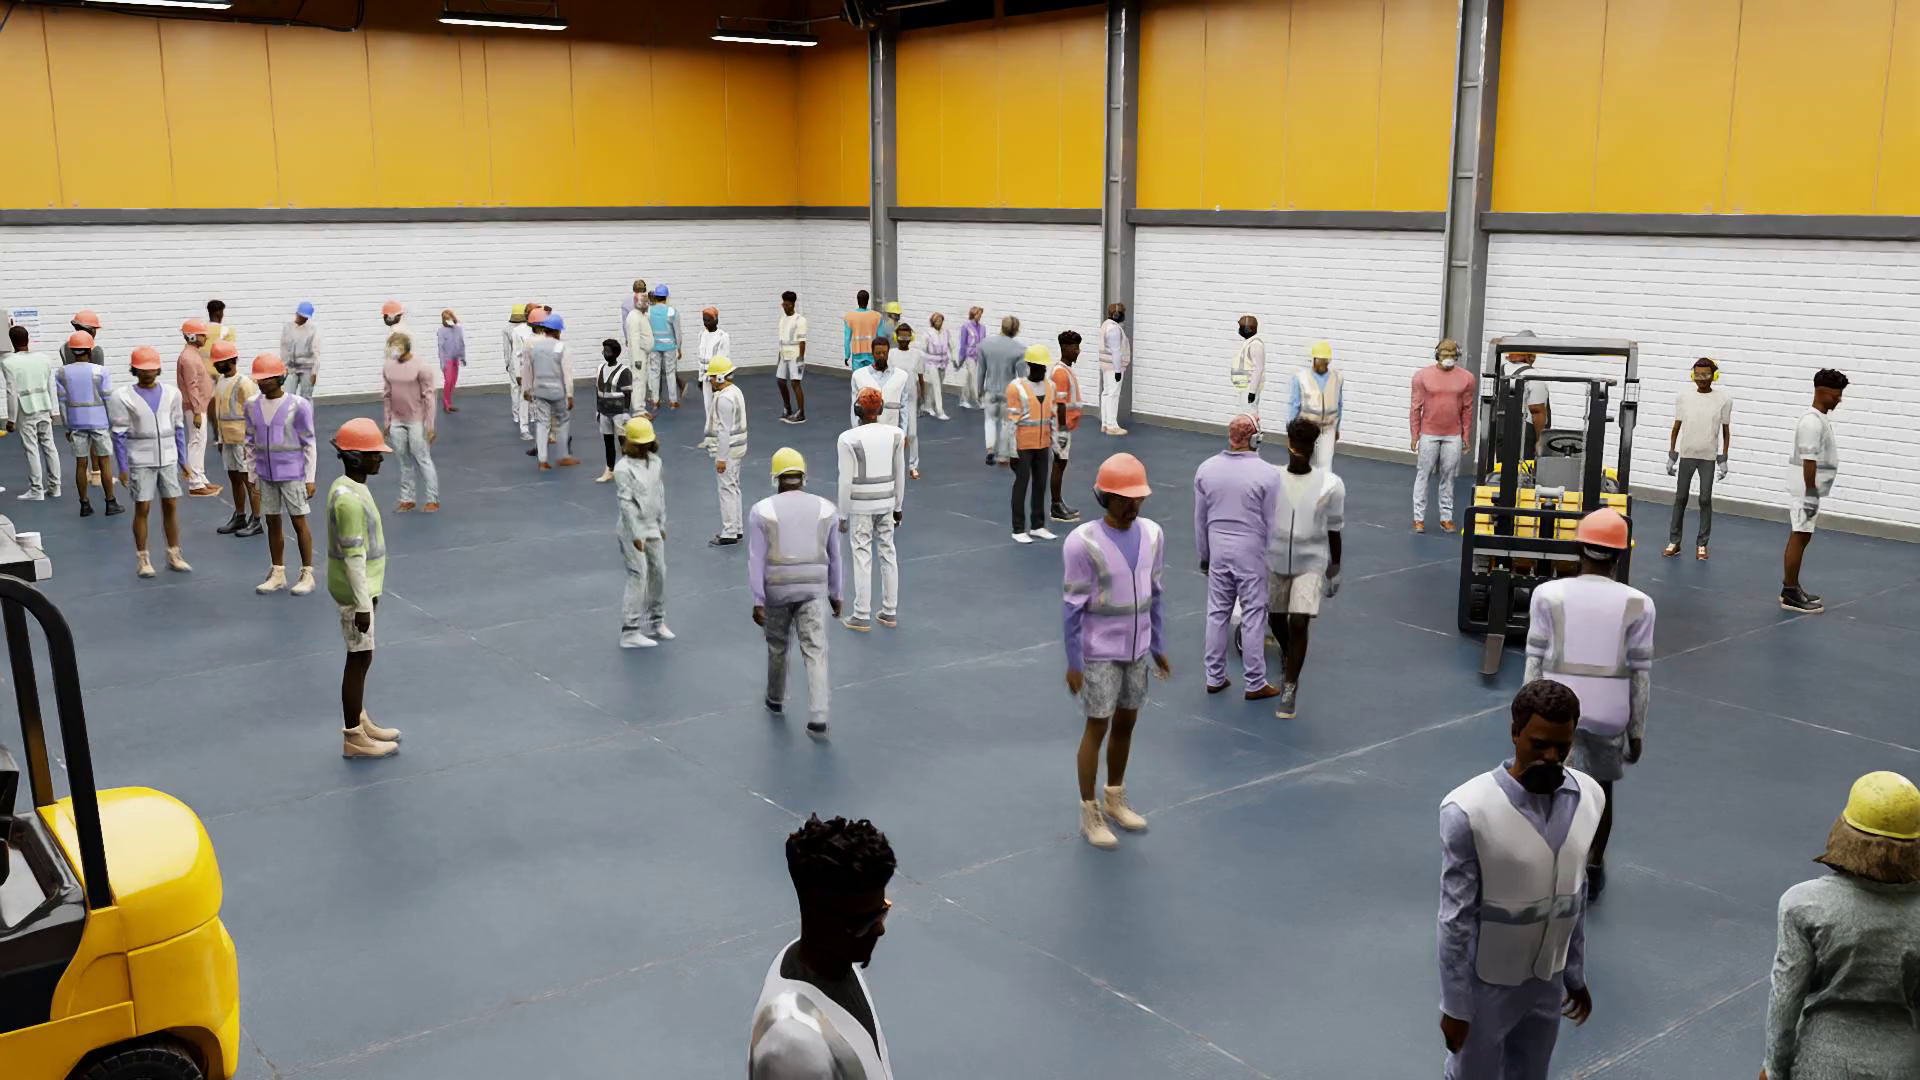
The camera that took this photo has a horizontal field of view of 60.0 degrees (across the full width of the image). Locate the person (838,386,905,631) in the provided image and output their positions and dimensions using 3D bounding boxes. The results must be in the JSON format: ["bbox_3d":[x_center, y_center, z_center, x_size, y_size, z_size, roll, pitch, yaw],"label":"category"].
[{"bbox_3d":[-0.687,-0.238,12.770,0.575,1.883,0.355,-8,14,-33],"label":"person"}]

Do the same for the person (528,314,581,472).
[{"bbox_3d":[-4.941,-1.776,20.145,0.673,1.911,0.678,4,12,17],"label":"person"}]

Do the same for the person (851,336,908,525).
[{"bbox_3d":[-0.808,-1.098,16.828,0.592,1.922,0.392,-2,12,-10],"label":"person"}]

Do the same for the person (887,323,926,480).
[{"bbox_3d":[-0.656,-1.622,19.527,0.506,1.858,0.343,-1,12,-7],"label":"person"}]

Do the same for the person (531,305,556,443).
[{"bbox_3d":[-5.615,-2.226,22.446,0.327,1.856,0.508,-4,12,-17],"label":"person"}]

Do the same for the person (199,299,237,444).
[{"bbox_3d":[-10.038,-2.288,22.546,0.600,1.926,0.745,-1,12,-4],"label":"person"}]

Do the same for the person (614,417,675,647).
[{"bbox_3d":[-2.340,-0.067,12.323,0.351,1.722,0.520,6,13,28],"label":"person"}]

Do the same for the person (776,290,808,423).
[{"bbox_3d":[-2.482,-2.694,24.468,0.375,1.949,0.625,-10,16,-41],"label":"person"}]

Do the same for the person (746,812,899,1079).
[{"bbox_3d":[-0.311,1.570,3.845,0.373,1.962,0.607,0,12,1],"label":"person"}]

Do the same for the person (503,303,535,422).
[{"bbox_3d":[-6.495,-2.623,24.622,0.485,1.744,0.308,-1,12,-3],"label":"person"}]

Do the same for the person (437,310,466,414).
[{"bbox_3d":[-7.848,-2.747,25.587,0.441,1.599,0.538,6,13,26],"label":"person"}]

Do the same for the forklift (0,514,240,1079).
[{"bbox_3d":[-3.687,1.115,5.480,2.313,2.155,1.214,-9,15,-36],"label":"forklift"}]

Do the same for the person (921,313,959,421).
[{"bbox_3d":[-0.362,-2.619,24.963,0.507,1.596,0.869,-8,14,-33],"label":"person"}]

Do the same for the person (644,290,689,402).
[{"bbox_3d":[-4.780,-3.114,26.772,0.659,1.835,0.564,0,12,-1],"label":"person"}]

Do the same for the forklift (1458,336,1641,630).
[{"bbox_3d":[4.683,-0.471,13.136,1.214,2.155,2.313,4,12,20],"label":"forklift"}]

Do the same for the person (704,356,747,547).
[{"bbox_3d":[-2.232,-0.845,15.861,0.403,1.820,0.603,0,12,1],"label":"person"}]

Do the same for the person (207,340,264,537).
[{"bbox_3d":[-7.110,-0.989,16.285,0.542,1.928,0.374,8,14,35],"label":"person"}]

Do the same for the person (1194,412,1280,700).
[{"bbox_3d":[1.875,0.105,11.049,0.637,1.911,0.403,10,15,39],"label":"person"}]

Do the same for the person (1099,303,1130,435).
[{"bbox_3d":[2.168,-2.401,23.320,0.429,1.840,0.633,-2,12,-8],"label":"person"}]

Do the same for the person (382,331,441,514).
[{"bbox_3d":[-5.780,-1.218,17.461,0.634,1.924,0.404,5,13,24],"label":"person"}]

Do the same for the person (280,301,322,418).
[{"bbox_3d":[-9.089,-2.340,22.898,0.677,1.886,0.618,1,12,3],"label":"person"}]

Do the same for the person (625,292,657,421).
[{"bbox_3d":[-4.743,-2.725,24.752,0.399,1.902,0.649,0,12,1],"label":"person"}]

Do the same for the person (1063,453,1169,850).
[{"bbox_3d":[0.818,0.556,8.563,0.614,2.038,0.397,-8,14,-34],"label":"person"}]

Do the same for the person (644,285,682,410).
[{"bbox_3d":[-4.644,-3.007,25.979,0.618,1.945,0.395,1,12,3],"label":"person"}]

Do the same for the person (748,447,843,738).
[{"bbox_3d":[-1.015,0.321,10.386,0.615,1.767,0.896,-4,12,-18],"label":"person"}]

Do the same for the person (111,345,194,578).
[{"bbox_3d":[-7.060,-0.682,14.584,0.486,2.040,0.624,10,15,41],"label":"person"}]

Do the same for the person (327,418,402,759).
[{"bbox_3d":[-3.535,0.288,9.883,0.417,2.035,0.601,-4,12,-19],"label":"person"}]

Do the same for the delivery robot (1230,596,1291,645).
[{"bbox_3d":[2.179,0.488,12.256,0.477,0.478,0.707,-5,12,-21],"label":"delivery robot"}]

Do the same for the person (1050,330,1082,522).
[{"bbox_3d":[1.072,-1.178,17.111,0.373,1.963,0.607,1,12,7],"label":"person"}]

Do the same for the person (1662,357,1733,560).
[{"bbox_3d":[6.777,-0.748,15.268,0.534,1.868,0.309,7,14,32],"label":"person"}]

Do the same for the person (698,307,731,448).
[{"bbox_3d":[-3.238,-2.121,21.885,0.582,1.879,0.360,11,16,41],"label":"person"}]

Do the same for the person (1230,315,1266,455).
[{"bbox_3d":[3.613,-1.902,20.913,0.429,1.839,0.634,0,12,-1],"label":"person"}]

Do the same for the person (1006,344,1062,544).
[{"bbox_3d":[0.709,-0.932,16.019,0.596,1.924,0.378,-8,14,-35],"label":"person"}]

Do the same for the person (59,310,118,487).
[{"bbox_3d":[-9.970,-1.615,19.074,0.620,2.028,0.410,5,13,22],"label":"person"}]

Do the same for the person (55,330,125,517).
[{"bbox_3d":[-9.057,-1.206,17.310,0.545,1.938,0.356,-2,12,-10],"label":"person"}]

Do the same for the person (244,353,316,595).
[{"bbox_3d":[-5.676,-0.543,13.858,0.615,2.038,0.395,2,12,10],"label":"person"}]

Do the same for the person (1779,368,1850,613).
[{"bbox_3d":[6.863,-0.408,13.403,0.388,1.958,0.601,6,13,27],"label":"person"}]

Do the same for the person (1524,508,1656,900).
[{"bbox_3d":[2.892,0.811,7.714,0.543,1.890,0.671,3,12,15],"label":"person"}]

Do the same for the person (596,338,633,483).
[{"bbox_3d":[-4.003,-1.480,19.212,0.535,1.699,0.318,7,14,31],"label":"person"}]

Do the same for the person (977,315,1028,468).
[{"bbox_3d":[0.522,-1.798,20.260,0.666,1.900,0.534,4,12,17],"label":"person"}]

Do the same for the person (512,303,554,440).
[{"bbox_3d":[-5.835,-2.303,22.769,0.574,1.876,0.355,-10,15,-40],"label":"person"}]

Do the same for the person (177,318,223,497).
[{"bbox_3d":[-8.466,-1.473,18.498,0.403,1.987,0.608,-5,13,-21],"label":"person"}]

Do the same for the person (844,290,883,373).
[{"bbox_3d":[-1.448,-2.795,25.032,0.590,1.918,0.389,-2,12,-8],"label":"person"}]

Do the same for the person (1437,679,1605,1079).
[{"bbox_3d":[1.685,1.337,5.084,0.590,1.916,0.399,-6,13,-26],"label":"person"}]

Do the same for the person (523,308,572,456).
[{"bbox_3d":[-5.249,-1.978,21.107,0.783,1.920,0.550,7,14,30],"label":"person"}]

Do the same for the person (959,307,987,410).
[{"bbox_3d":[0.279,-2.821,25.892,0.835,1.597,0.534,10,15,39],"label":"person"}]

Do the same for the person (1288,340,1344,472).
[{"bbox_3d":[3.821,-1.265,17.946,0.606,1.804,0.886,-1,12,-4],"label":"person"}]

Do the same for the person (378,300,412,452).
[{"bbox_3d":[-7.218,-2.103,21.520,0.520,1.981,0.640,0,12,-2],"label":"person"}]

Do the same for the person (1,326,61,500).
[{"bbox_3d":[-10.186,-1.389,18.253,0.393,1.915,0.587,4,12,20],"label":"person"}]

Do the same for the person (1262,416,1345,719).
[{"bbox_3d":[2.184,0.126,10.892,0.628,1.929,0.934,4,13,21],"label":"person"}]

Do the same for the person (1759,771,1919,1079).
[{"bbox_3d":[2.538,1.498,4.725,0.492,1.742,0.324,3,12,16],"label":"person"}]

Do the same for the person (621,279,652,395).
[{"bbox_3d":[-5.336,-3.394,27.873,0.627,1.941,0.370,1,12,4],"label":"person"}]

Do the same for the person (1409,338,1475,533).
[{"bbox_3d":[4.757,-1.029,16.458,0.630,1.938,0.372,0,12,1],"label":"person"}]

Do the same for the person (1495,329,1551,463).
[{"bbox_3d":[5.490,-1.032,16.219,0.537,2.000,0.683,-5,13,-25],"label":"person"}]
